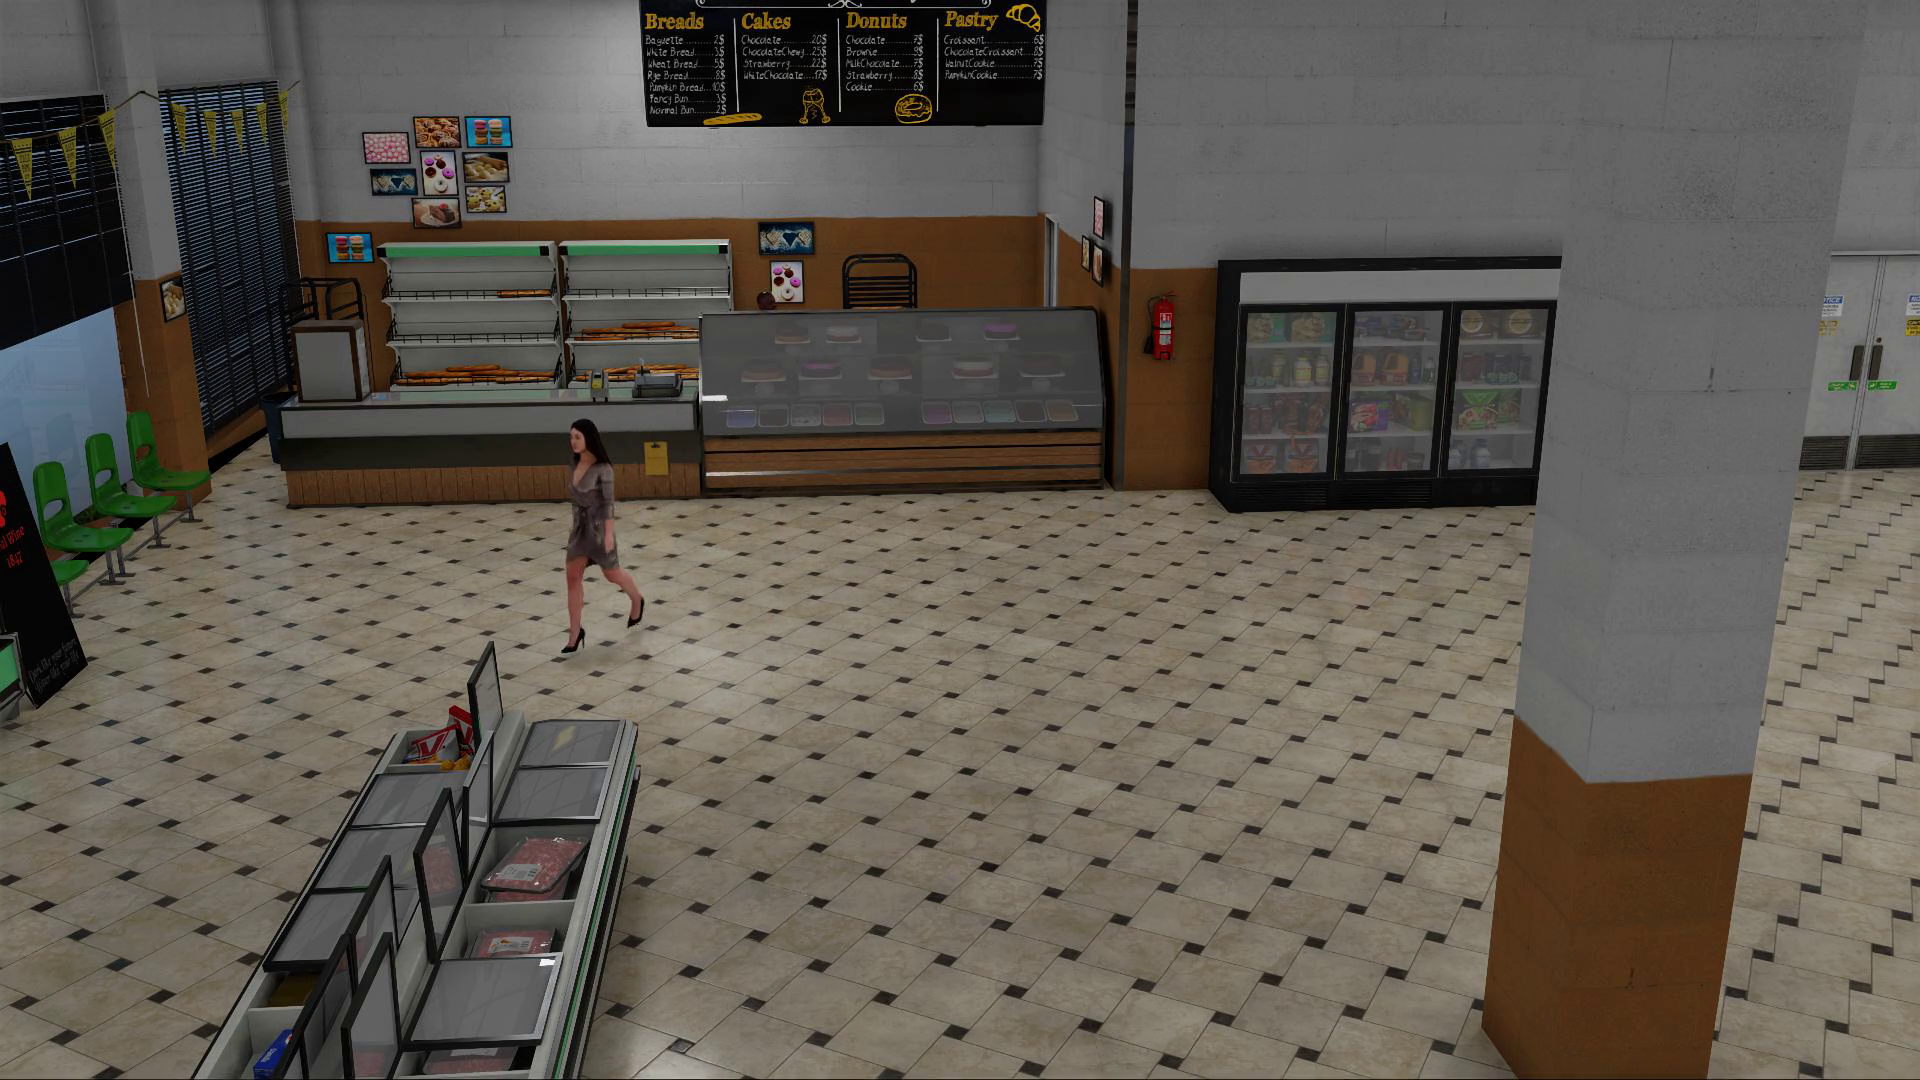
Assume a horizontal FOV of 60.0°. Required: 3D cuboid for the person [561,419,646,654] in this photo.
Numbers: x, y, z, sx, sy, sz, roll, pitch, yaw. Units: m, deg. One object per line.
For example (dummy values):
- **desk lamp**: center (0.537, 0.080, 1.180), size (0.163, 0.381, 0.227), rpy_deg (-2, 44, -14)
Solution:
- **person**: center (-2.642, -0.046, 12.303), size (1.021, 1.713, 1.145), rpy_deg (11, 20, 32)
